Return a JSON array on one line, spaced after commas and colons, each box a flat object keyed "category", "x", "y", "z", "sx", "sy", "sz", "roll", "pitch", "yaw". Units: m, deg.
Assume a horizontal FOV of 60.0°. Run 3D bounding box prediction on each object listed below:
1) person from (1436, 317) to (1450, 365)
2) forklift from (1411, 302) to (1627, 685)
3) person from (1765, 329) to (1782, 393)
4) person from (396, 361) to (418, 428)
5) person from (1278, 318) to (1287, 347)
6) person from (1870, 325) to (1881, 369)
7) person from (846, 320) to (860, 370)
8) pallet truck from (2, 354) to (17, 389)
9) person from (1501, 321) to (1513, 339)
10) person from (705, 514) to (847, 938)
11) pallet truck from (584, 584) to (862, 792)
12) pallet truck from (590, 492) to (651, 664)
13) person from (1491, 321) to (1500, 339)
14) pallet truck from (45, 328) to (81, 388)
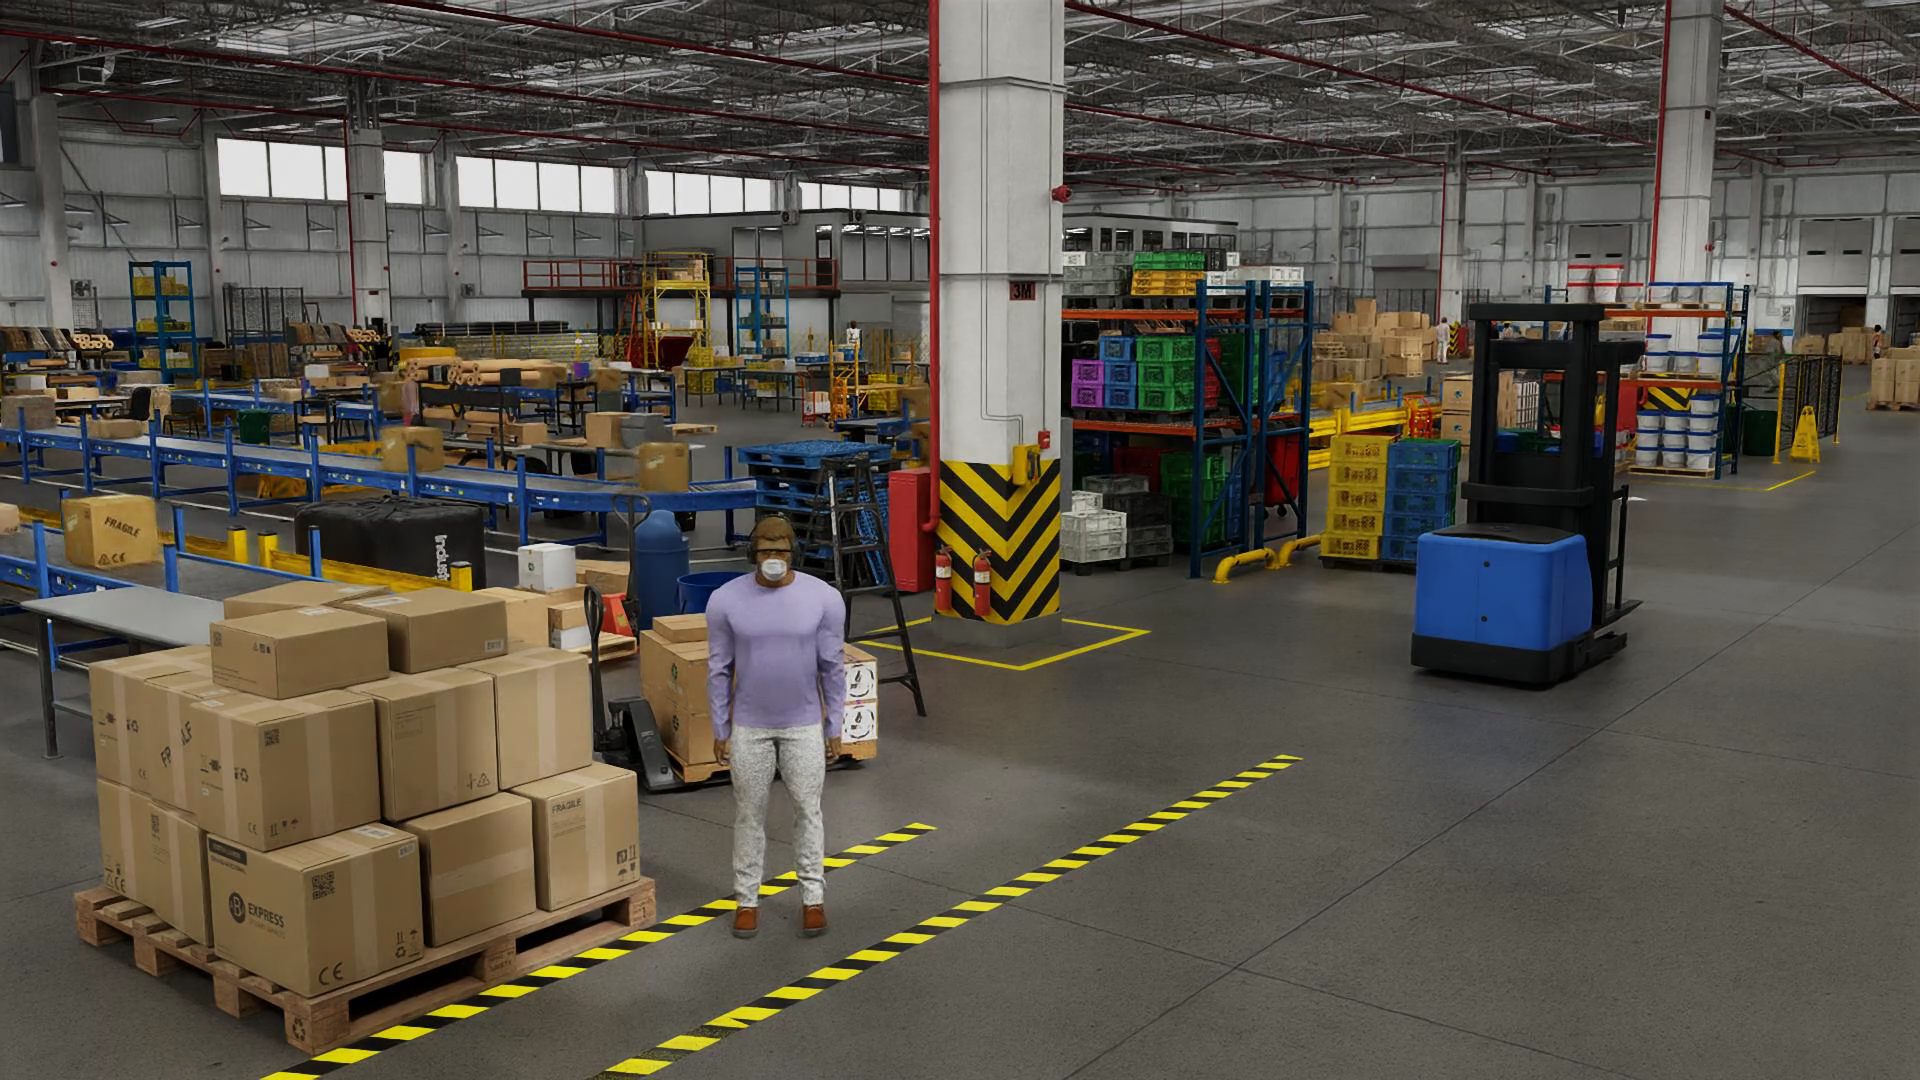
[{"category": "person", "x": 19.634, "y": -8.083, "z": 67.550, "sx": 0.357, "sy": 1.937, "sz": 0.637, "roll": -6, "pitch": 10, "yaw": -34}, {"category": "forklift", "x": 4.379, "y": -0.438, "z": 12.852, "sx": 1.129, "sy": 2.768, "sz": 1.873, "roll": 7, "pitch": 11, "yaw": 37}, {"category": "person", "x": 23.607, "y": -5.159, "z": 48.127, "sx": 0.513, "sy": 1.850, "sz": 0.559, "roll": 0, "pitch": 8, "yaw": 1}, {"category": "person", "x": -9.423, "y": -2.193, "z": 28.458, "sx": 0.414, "sy": 1.750, "sz": 0.540, "roll": -4, "pitch": 9, "yaw": -26}, {"category": "person", "x": 15.964, "y": -10.326, "z": 83.108, "sx": 0.654, "sy": 1.802, "sz": 0.901, "roll": -1, "pitch": 8, "yaw": -5}, {"category": "person", "x": 35.291, "y": -7.442, "z": 64.039, "sx": 0.318, "sy": 1.696, "sz": 0.532, "roll": 6, "pitch": 11, "yaw": 37}, {"category": "person", "x": -4.011, "y": -7.318, "z": 62.576, "sx": 0.578, "sy": 1.883, "sz": 0.353, "roll": -7, "pitch": 11, "yaw": -38}, {"category": "pallet truck", "x": -24.881, "y": -4.417, "z": 42.634, "sx": 1.885, "sy": 1.965, "sz": 0.823, "roll": 8, "pitch": 11, "yaw": 41}, {"category": "person", "x": 21.571, "y": -7.771, "z": 65.689, "sx": 1.007, "sy": 1.868, "sz": 0.608, "roll": -1, "pitch": 9, "yaw": -8}, {"category": "person", "x": -0.820, "y": 0.836, "z": 7.478, "sx": 0.625, "sy": 1.931, "sz": 0.378, "roll": -1, "pitch": 8, "yaw": -4}, {"category": "pallet truck", "x": -1.426, "y": 0.805, "z": 10.019, "sx": 1.601, "sy": 1.201, "sz": 0.680, "roll": -4, "pitch": 9, "yaw": -26}, {"category": "pallet truck", "x": -3.115, "y": 0.344, "z": 12.883, "sx": 0.653, "sy": 1.274, "sz": 1.630, "roll": 7, "pitch": 11, "yaw": 37}, {"category": "person", "x": 18.959, "y": -6.862, "z": 59.125, "sx": 0.381, "sy": 1.996, "sz": 0.608, "roll": 0, "pitch": 8, "yaw": -2}, {"category": "pallet truck", "x": -23.775, "y": -4.544, "z": 43.495, "sx": 1.885, "sy": 1.965, "sz": 0.823, "roll": 6, "pitch": 10, "yaw": 35}]
